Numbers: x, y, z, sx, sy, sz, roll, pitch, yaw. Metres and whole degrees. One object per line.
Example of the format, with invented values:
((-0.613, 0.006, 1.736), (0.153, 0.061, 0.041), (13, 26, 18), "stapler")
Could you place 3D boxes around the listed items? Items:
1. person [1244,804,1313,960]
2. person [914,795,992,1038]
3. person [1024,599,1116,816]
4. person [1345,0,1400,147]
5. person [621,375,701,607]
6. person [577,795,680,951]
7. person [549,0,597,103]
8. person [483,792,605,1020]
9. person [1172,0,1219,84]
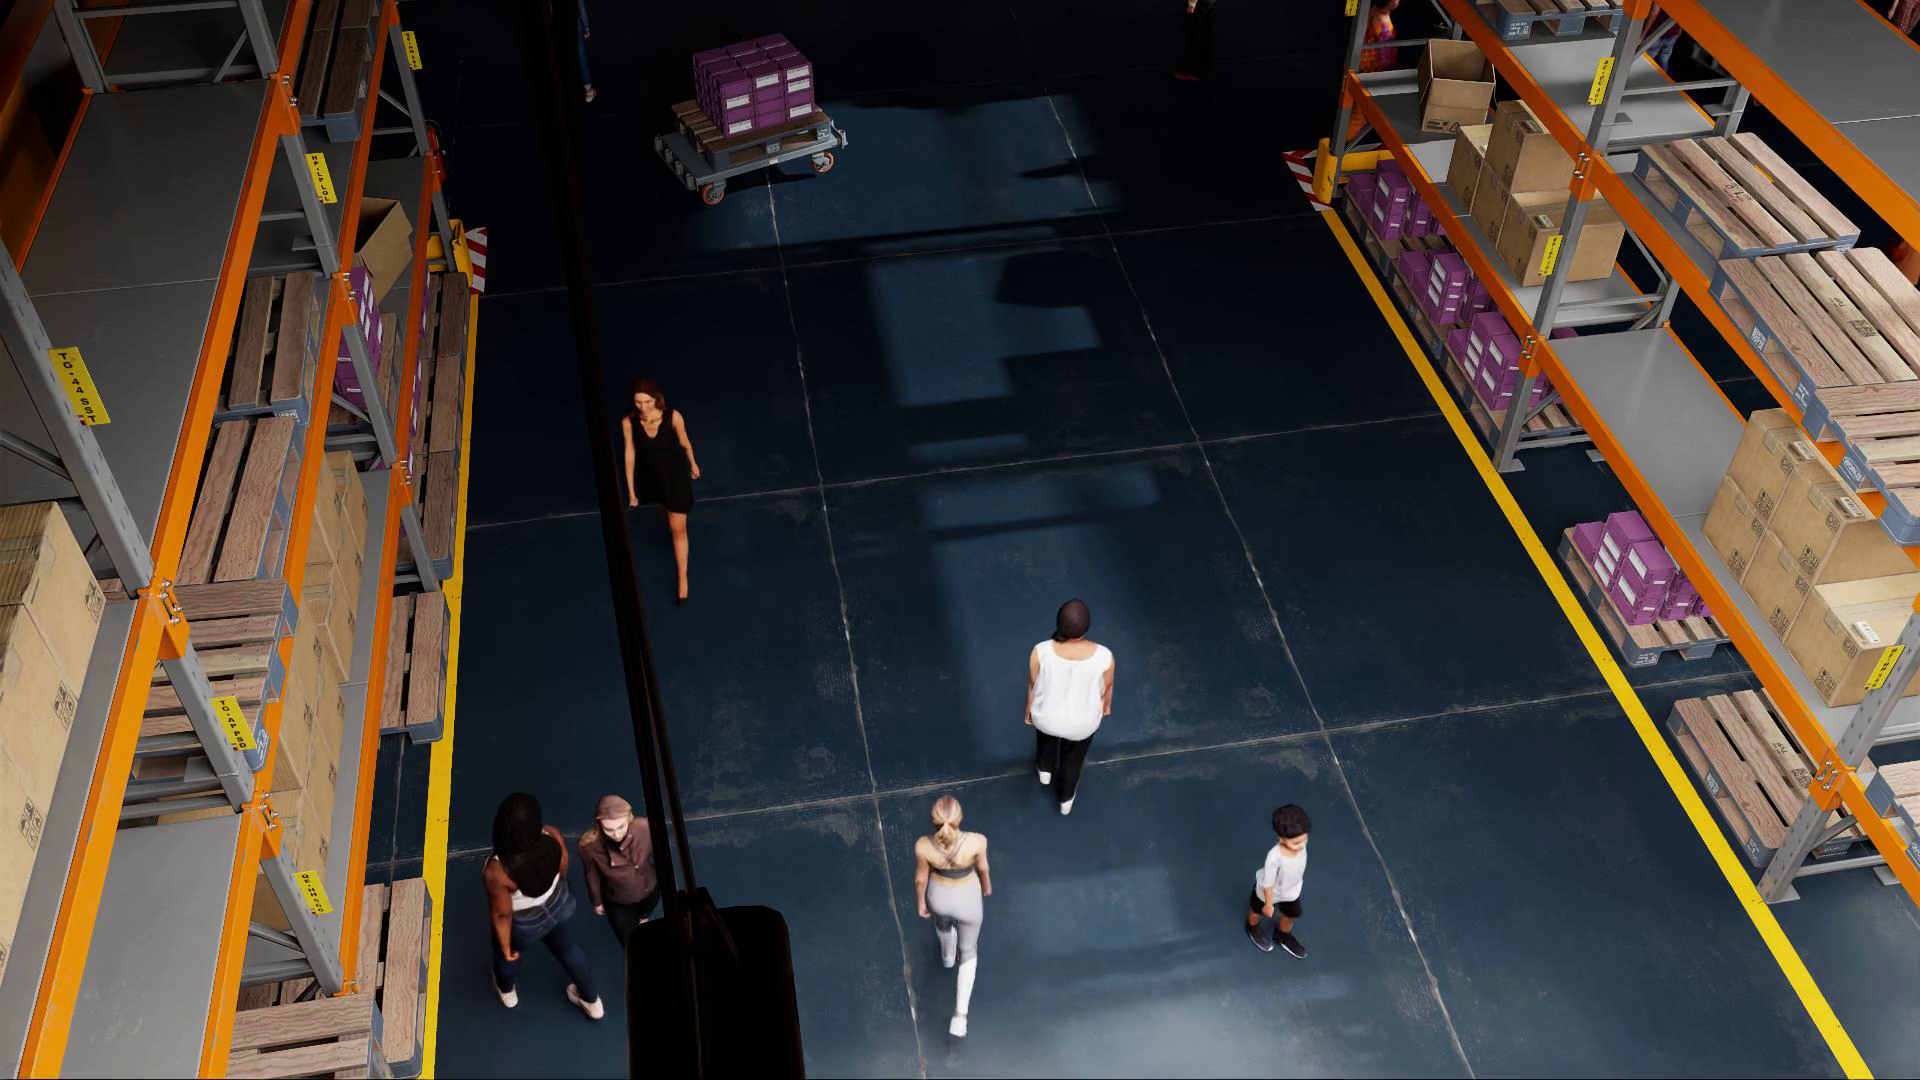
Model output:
((1.768, 1.890, 9.449), (0.627, 1.247, 0.703), (-29, 51, -27), "person")
((-0.030, 2.015, 9.003), (0.740, 1.680, 1.108), (2, 44, 2), "person")
((0.626, 1.053, 10.017), (0.780, 1.674, 0.804), (6, 44, 7), "person")
((3.866, -4.539, 15.903), (0.724, 1.653, 0.698), (-9, 44, -10), "person")
((-2.049, -0.480, 11.533), (0.691, 1.804, 0.998), (-2, 44, -3), "person")
((-1.806, 1.883, 9.158), (0.756, 1.657, 1.137), (-14, 45, -15), "person")
((-3.903, -5.055, 16.572), (0.569, 1.476, 0.514), (-10, 44, -10), "person")
((-2.198, 2.042, 8.910), (1.070, 1.769, 0.967), (32, 52, 29), "person")
((2.447, -5.524, 16.864), (0.811, 1.752, 0.723), (20, 47, 20), "person")
